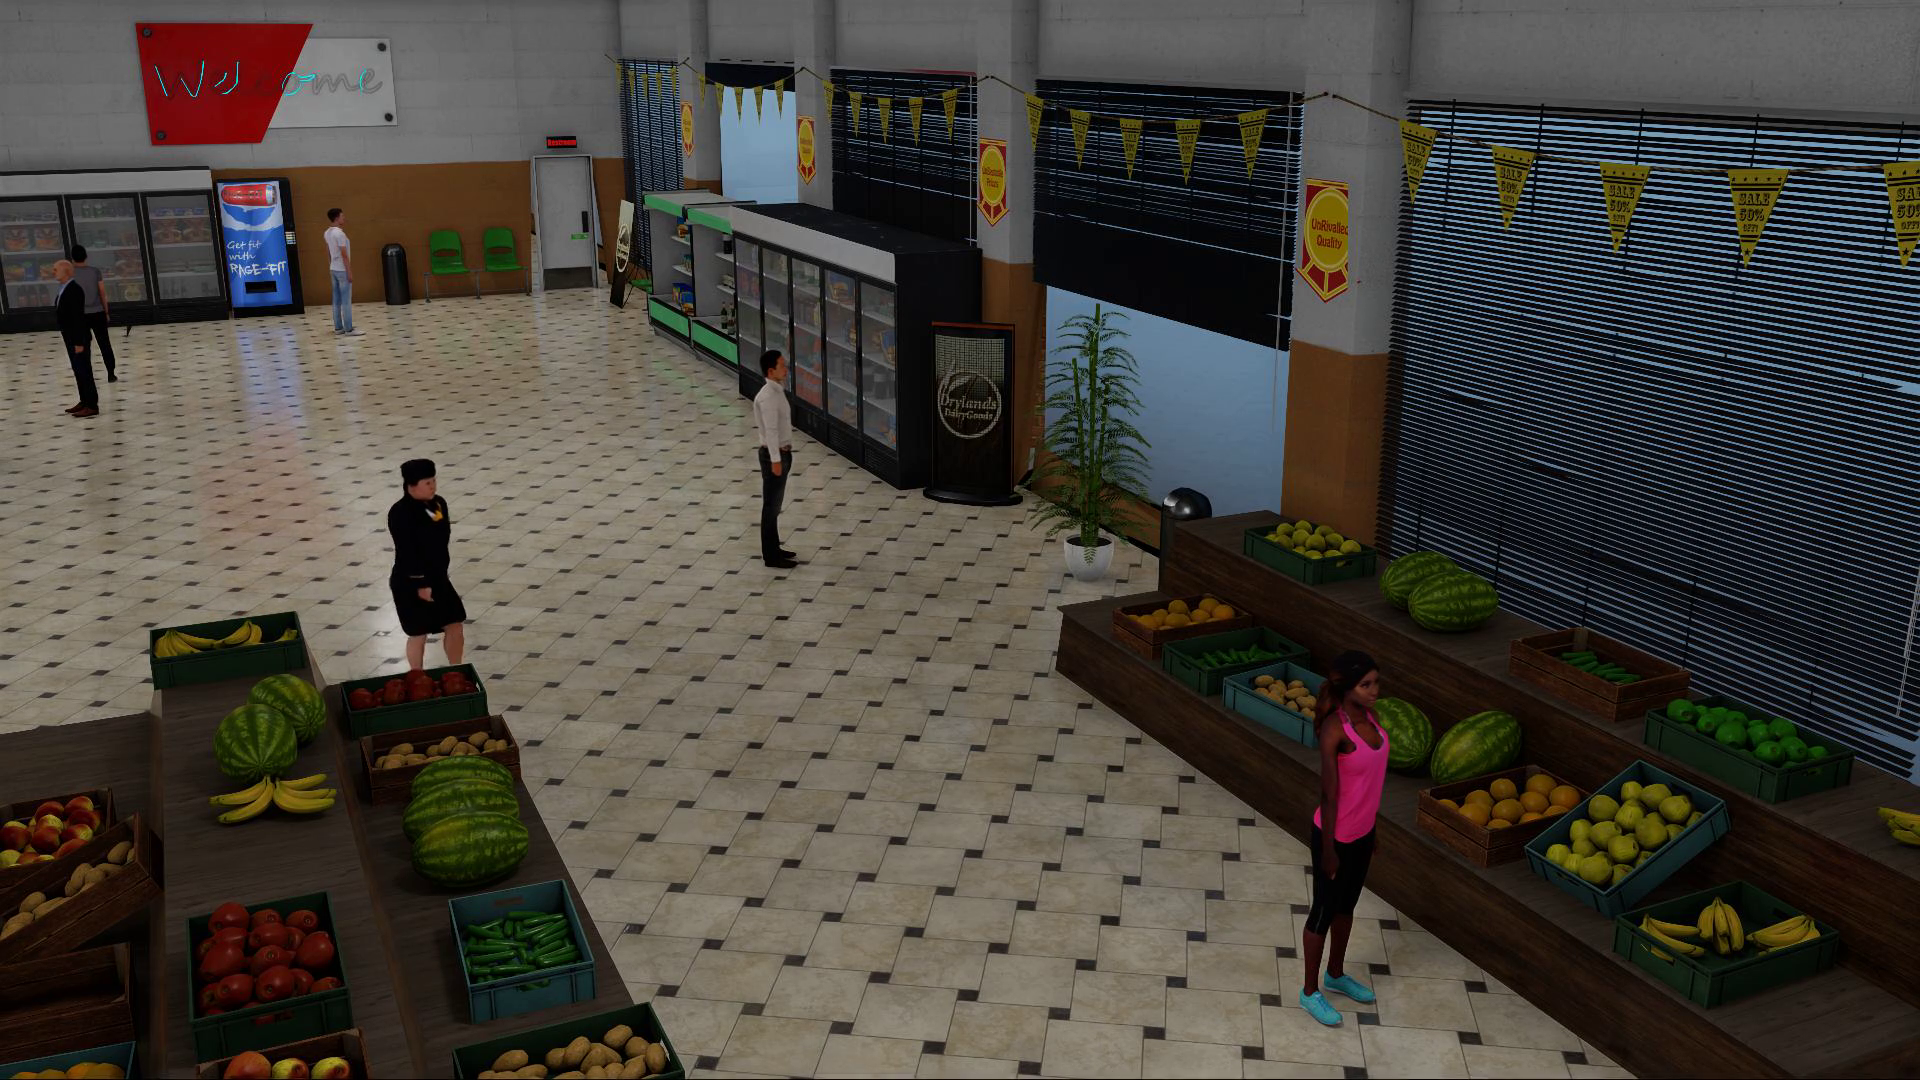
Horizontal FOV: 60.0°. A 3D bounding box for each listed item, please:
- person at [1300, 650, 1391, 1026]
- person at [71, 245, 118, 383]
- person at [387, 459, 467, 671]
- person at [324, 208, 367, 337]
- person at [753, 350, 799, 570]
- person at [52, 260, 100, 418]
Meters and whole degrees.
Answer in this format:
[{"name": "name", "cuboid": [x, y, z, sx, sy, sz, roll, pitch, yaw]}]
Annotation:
[{"name": "person", "cuboid": [1.708, 1.300, 7.419, 0.619, 1.723, 0.640, -15, 22, -40]}, {"name": "person", "cuboid": [-11.035, -2.860, 21.065, 0.640, 1.755, 0.592, -11, 20, -33]}, {"name": "person", "cuboid": [-3.581, 0.276, 10.909, 0.885, 1.656, 0.836, 9, 19, 26]}, {"name": "person", "cuboid": [-9.120, -3.928, 24.471, 0.626, 1.819, 0.782, 15, 22, 41]}, {"name": "person", "cuboid": [-1.550, -0.684, 13.801, 0.797, 1.811, 0.640, 0, 17, -1]}, {"name": "person", "cuboid": [-10.269, -2.353, 19.317, 0.797, 1.800, 0.626, -14, 22, -39]}]
